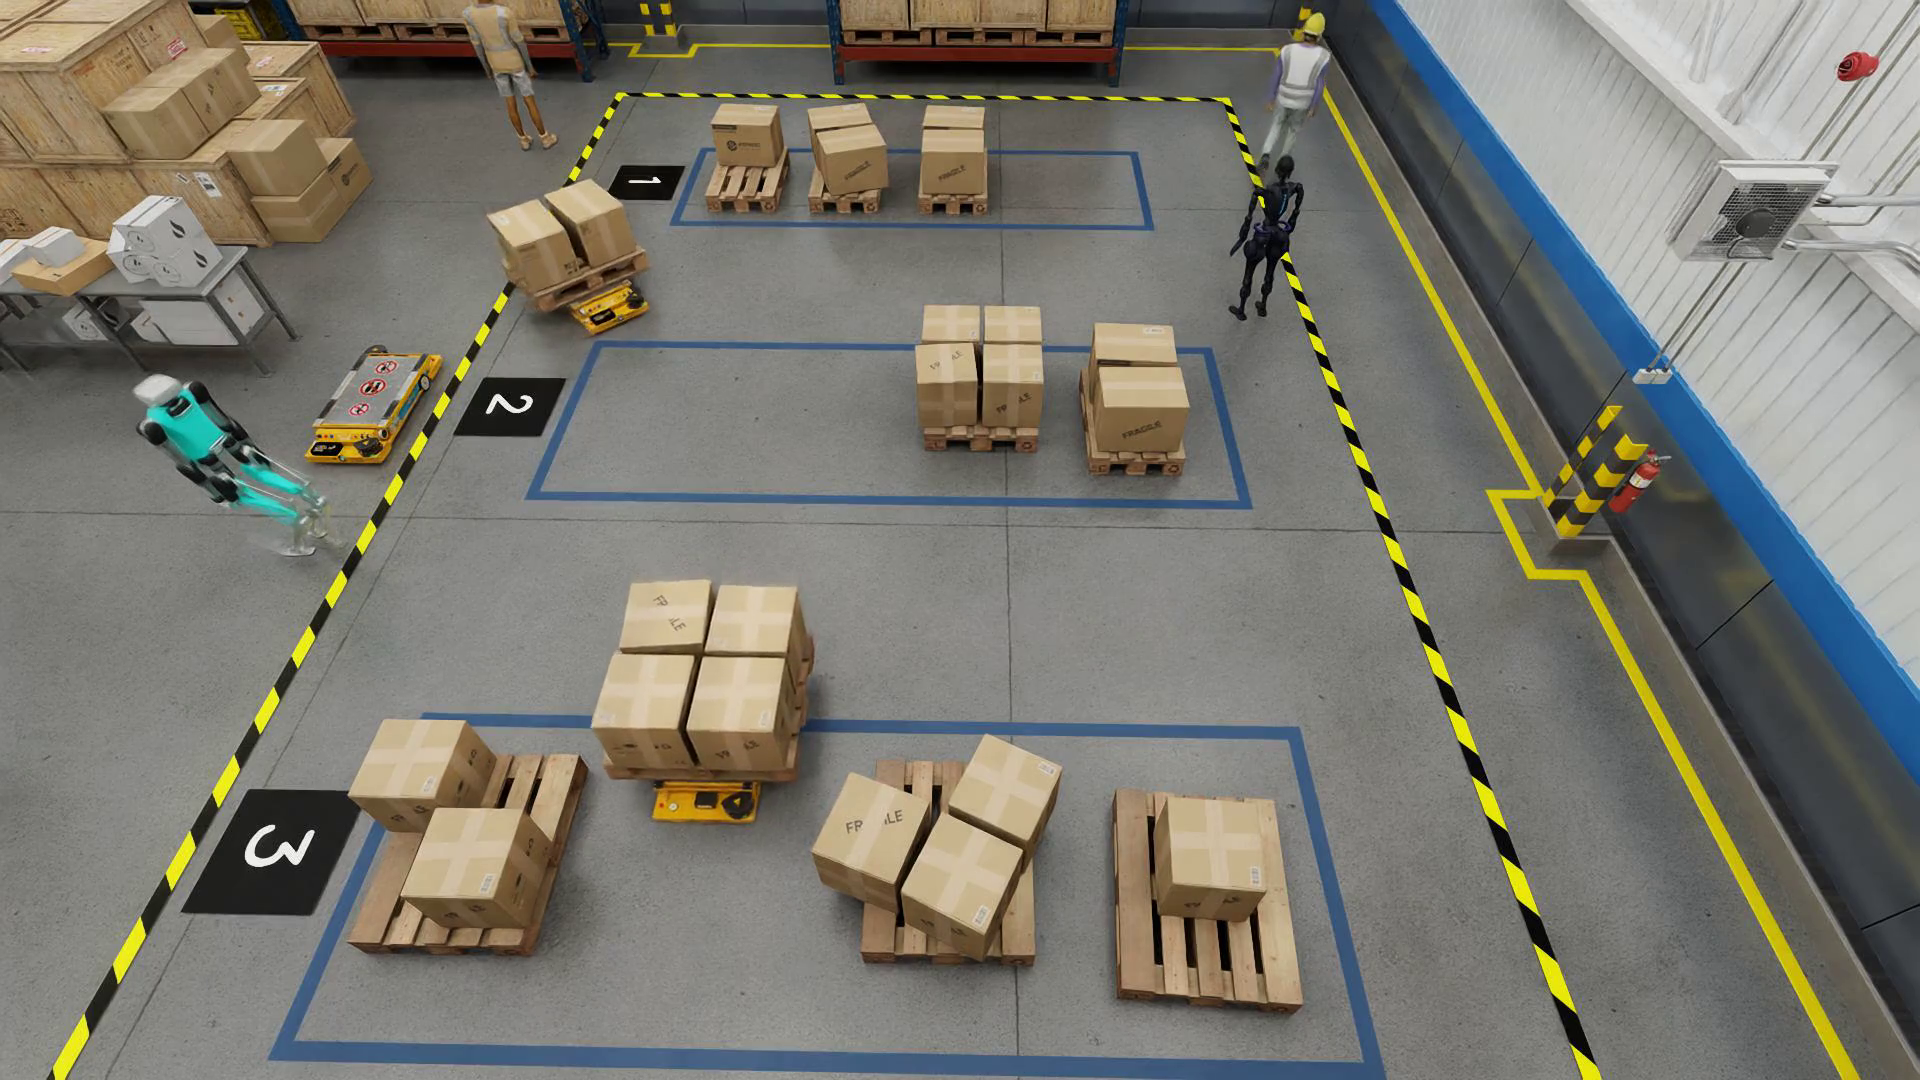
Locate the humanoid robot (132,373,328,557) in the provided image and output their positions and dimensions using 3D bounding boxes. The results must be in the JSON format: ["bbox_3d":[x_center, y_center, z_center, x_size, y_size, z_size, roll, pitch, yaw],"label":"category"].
[{"bbox_3d":[-5.178,-0.488,6.730,0.735,1.677,0.533,8,50,7],"label":"humanoid robot"}]

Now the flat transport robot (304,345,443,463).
[{"bbox_3d":[-5.383,-1.269,8.441,0.659,0.231,1.431,1,50,1],"label":"flat transport robot"}]

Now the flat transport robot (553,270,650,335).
[{"bbox_3d":[-3.930,-2.681,9.618,0.652,0.197,1.431,-35,58,-26],"label":"flat transport robot"}]

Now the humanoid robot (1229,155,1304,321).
[{"bbox_3d":[2.965,-2.916,8.904,0.599,1.653,0.315,-8,50,-7],"label":"humanoid robot"}]

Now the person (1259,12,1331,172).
[{"bbox_3d":[3.915,-5.164,10.721,0.595,1.817,0.480,23,54,18],"label":"person"}]

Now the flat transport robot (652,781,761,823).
[{"bbox_3d":[-1.641,1.225,6.312,0.652,0.197,1.431,1,50,1],"label":"flat transport robot"}]

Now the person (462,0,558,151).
[{"bbox_3d":[-5.463,-5.749,11.076,0.604,2.035,0.391,-2,50,-1],"label":"person"}]
